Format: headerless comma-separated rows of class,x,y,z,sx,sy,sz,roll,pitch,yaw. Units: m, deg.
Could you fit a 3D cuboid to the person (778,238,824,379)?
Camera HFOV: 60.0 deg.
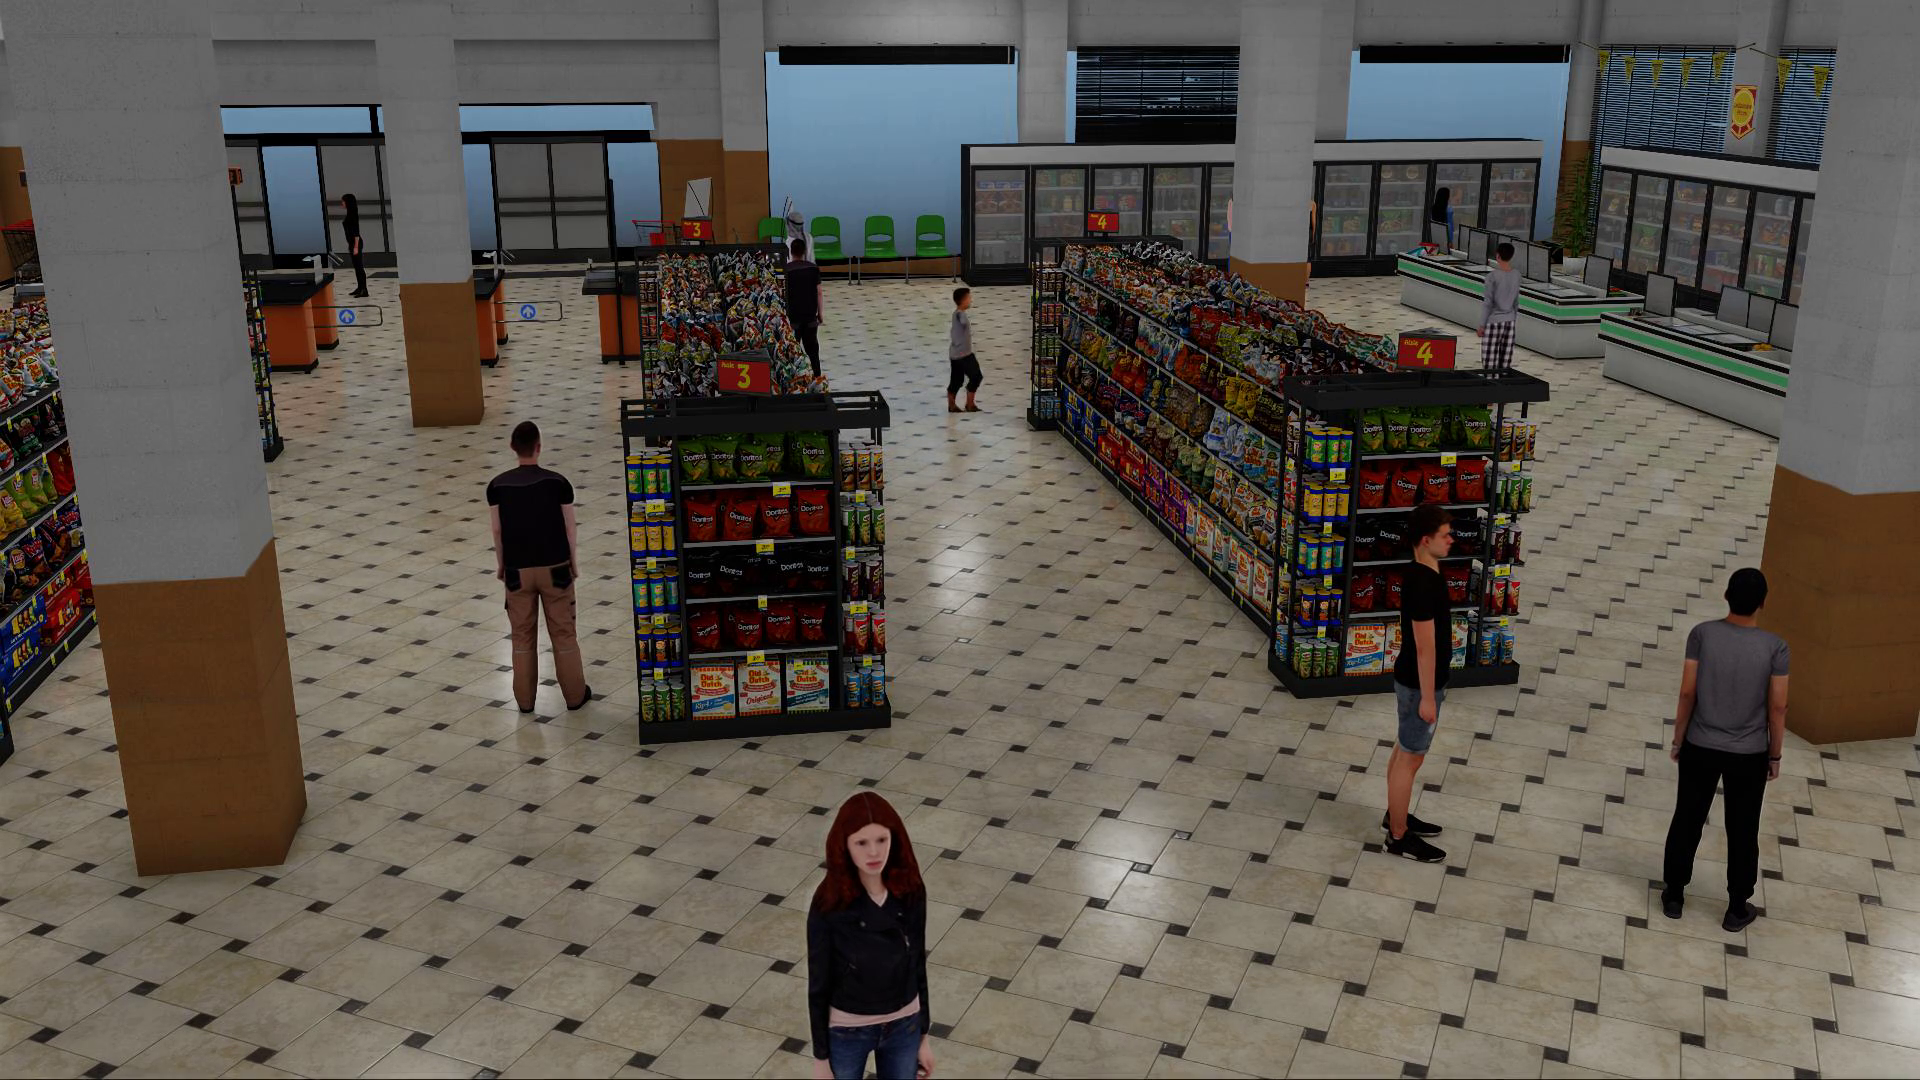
person,-1.860,-2.570,19.288,0.767,1.845,0.651,-6,18,-20

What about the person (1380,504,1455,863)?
person,2.337,0.739,8.503,0.789,1.780,0.640,4,17,12

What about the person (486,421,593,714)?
person,-2.619,0.165,10.287,0.701,1.841,0.611,-1,17,-4

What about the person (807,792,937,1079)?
person,-0.293,1.656,5.469,0.628,1.787,0.592,-7,18,-23

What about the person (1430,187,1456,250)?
person,7.856,-4.907,27.212,0.728,1.713,0.574,-10,19,-29

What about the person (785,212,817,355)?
person,-2.084,-3.246,21.376,0.860,1.926,0.779,9,19,28

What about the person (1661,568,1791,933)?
person,3.584,0.968,7.794,0.695,1.754,0.740,10,20,30

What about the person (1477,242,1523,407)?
person,6.133,-2.451,18.893,0.647,1.847,0.568,-5,18,-16

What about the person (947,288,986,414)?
person,-0.050,-2.140,18.561,0.682,1.445,0.595,-4,17,-12

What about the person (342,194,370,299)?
person,-9.764,-4.761,26.853,0.709,1.641,0.563,-11,20,-31
